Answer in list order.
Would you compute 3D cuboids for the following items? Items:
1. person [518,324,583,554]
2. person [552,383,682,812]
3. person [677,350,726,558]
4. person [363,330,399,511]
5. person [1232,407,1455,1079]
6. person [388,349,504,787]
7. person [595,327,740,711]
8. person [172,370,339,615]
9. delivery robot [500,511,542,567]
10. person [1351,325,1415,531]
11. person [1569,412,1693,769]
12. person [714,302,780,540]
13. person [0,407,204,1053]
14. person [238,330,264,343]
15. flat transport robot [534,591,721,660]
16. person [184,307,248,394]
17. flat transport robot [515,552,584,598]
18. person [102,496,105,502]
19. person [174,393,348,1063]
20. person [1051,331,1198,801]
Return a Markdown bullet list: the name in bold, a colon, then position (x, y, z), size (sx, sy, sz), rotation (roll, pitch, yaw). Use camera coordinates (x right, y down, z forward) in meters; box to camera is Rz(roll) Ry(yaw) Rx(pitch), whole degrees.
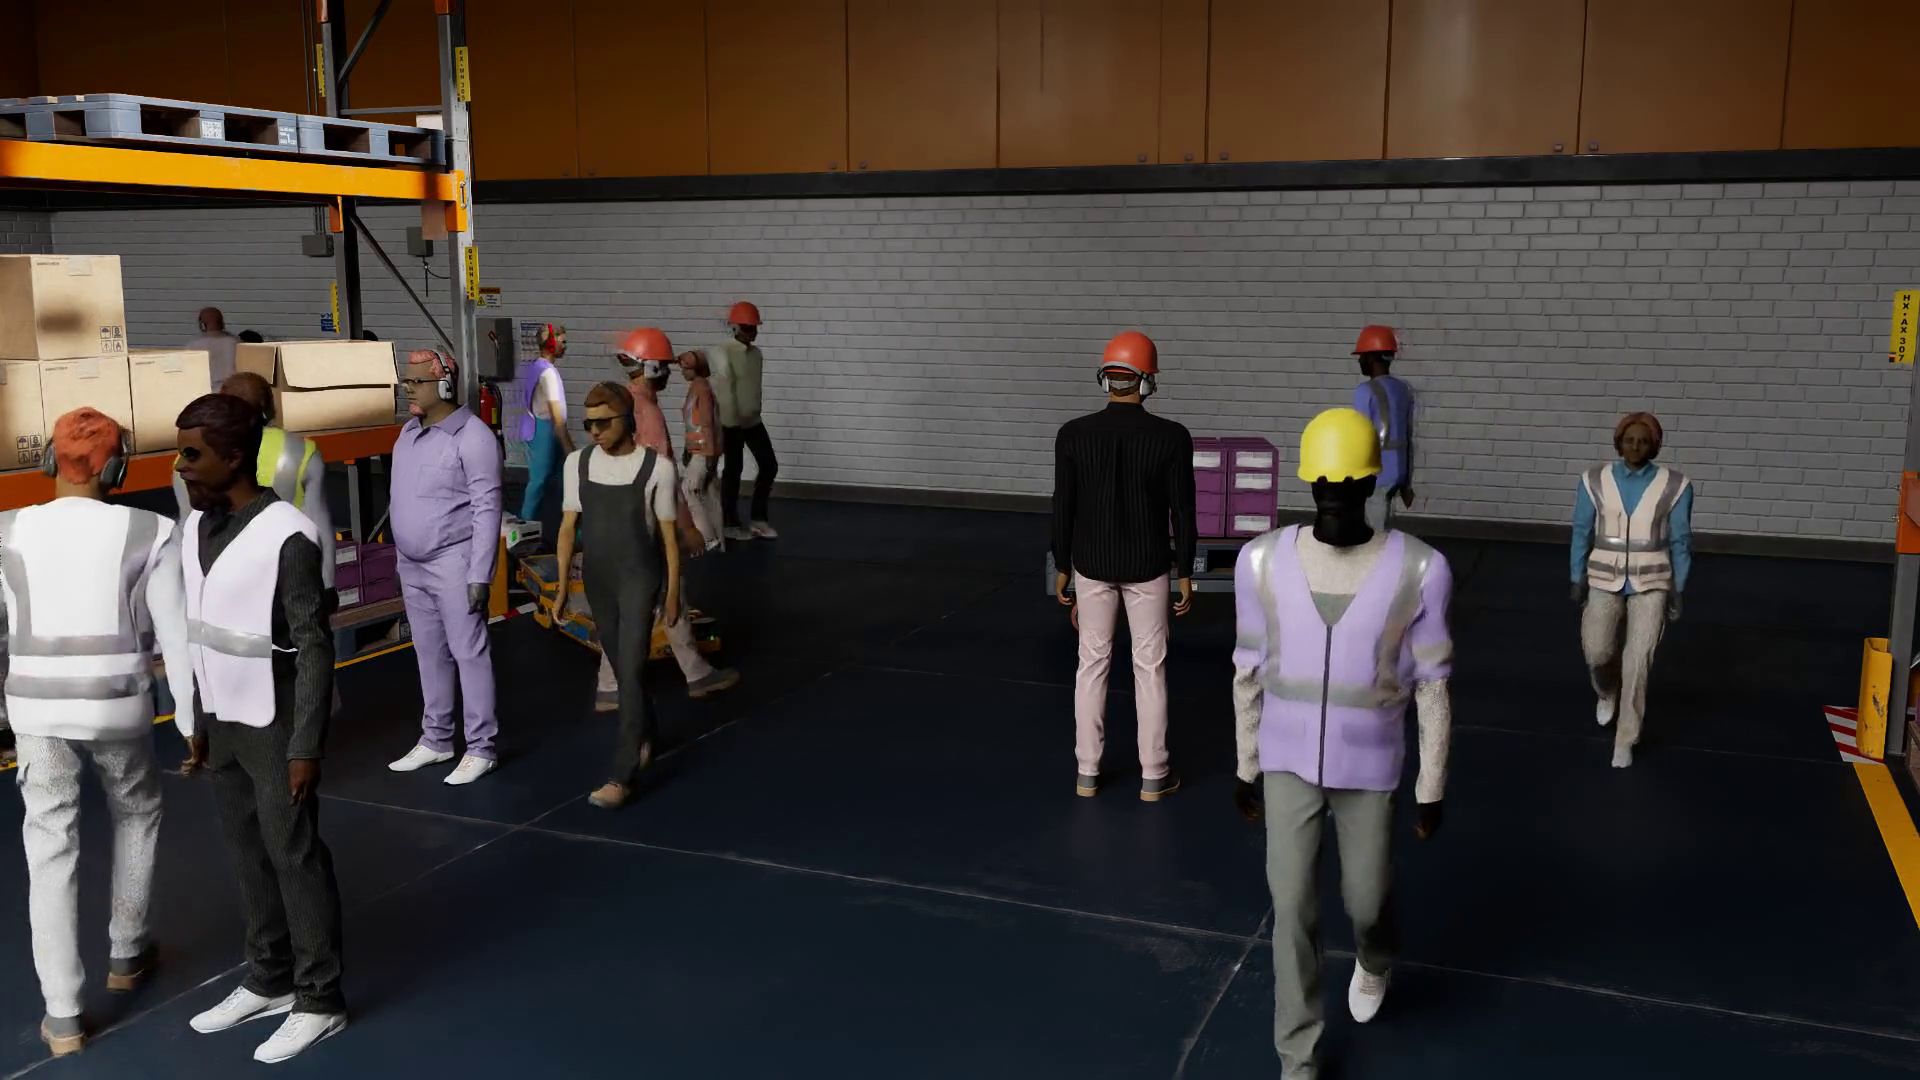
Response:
- **person**: position (-3.115, -0.771, 13.008), size (0.852, 1.811, 0.574), rotation (-3, 10, -17)
- **person**: position (-1.466, 0.209, 7.196), size (0.494, 1.786, 0.967), rotation (2, 10, 14)
- **person**: position (-2.019, -0.661, 12.907), size (0.441, 1.620, 0.538), rotation (-2, 10, -12)
- **person**: position (-5.310, -1.040, 14.983), size (0.540, 1.695, 0.317), rotation (-8, 13, -41)
- **person**: position (1.046, 0.576, 4.577), size (0.590, 1.905, 0.781), rotation (4, 10, 22)
- **person**: position (-2.290, 0.119, 7.329), size (0.640, 1.908, 0.409), rotation (7, 11, 35)
- **person**: position (-1.530, -0.097, 8.528), size (0.820, 1.961, 0.648), rotation (-3, 10, -20)
- **person**: position (-3.022, 0.186, 7.160), size (0.646, 1.822, 0.511), rotation (-1, 9, -6)
- **delivery robot**: position (-3.395, -0.040, 12.094), size (0.707, 0.478, 0.477), rotation (5, 10, 26)
- **person**: position (2.721, -0.401, 10.510), size (0.891, 1.907, 0.543), rotation (8, 12, 39)
- **person**: position (3.097, 0.204, 7.689), size (0.522, 1.618, 0.610), rotation (5, 11, 29)
- **person**: position (-1.741, -0.962, 13.669), size (0.601, 1.969, 0.621), rotation (6, 11, 34)
- **person**: position (-2.622, 0.526, 5.025), size (0.645, 1.843, 0.812), rotation (-4, 10, -21)
- **person**: position (-6.664, -1.197, 16.059), size (0.612, 1.662, 0.318), rotation (-4, 10, -21)
- **flat transport robot**: position (-2.035, 0.486, 10.050), size (0.652, 0.197, 1.431), rotation (-6, 11, -32)
- **person**: position (-6.883, -1.231, 15.577), size (0.683, 1.883, 0.477), rotation (-7, 12, -35)
- **flat transport robot**: position (-2.606, 0.267, 11.371), size (0.652, 0.197, 1.431), rotation (-4, 10, -23)
- **person**: position (-8.381, -1.253, 15.609), size (0.996, 1.914, 0.624), rotation (5, 11, 27)
- **person**: position (-2.012, 0.530, 4.808), size (0.594, 1.915, 0.373), rotation (7, 12, 37)
- **person**: position (0.702, 0.113, 7.092), size (0.623, 1.992, 0.397), rotation (3, 10, 17)
